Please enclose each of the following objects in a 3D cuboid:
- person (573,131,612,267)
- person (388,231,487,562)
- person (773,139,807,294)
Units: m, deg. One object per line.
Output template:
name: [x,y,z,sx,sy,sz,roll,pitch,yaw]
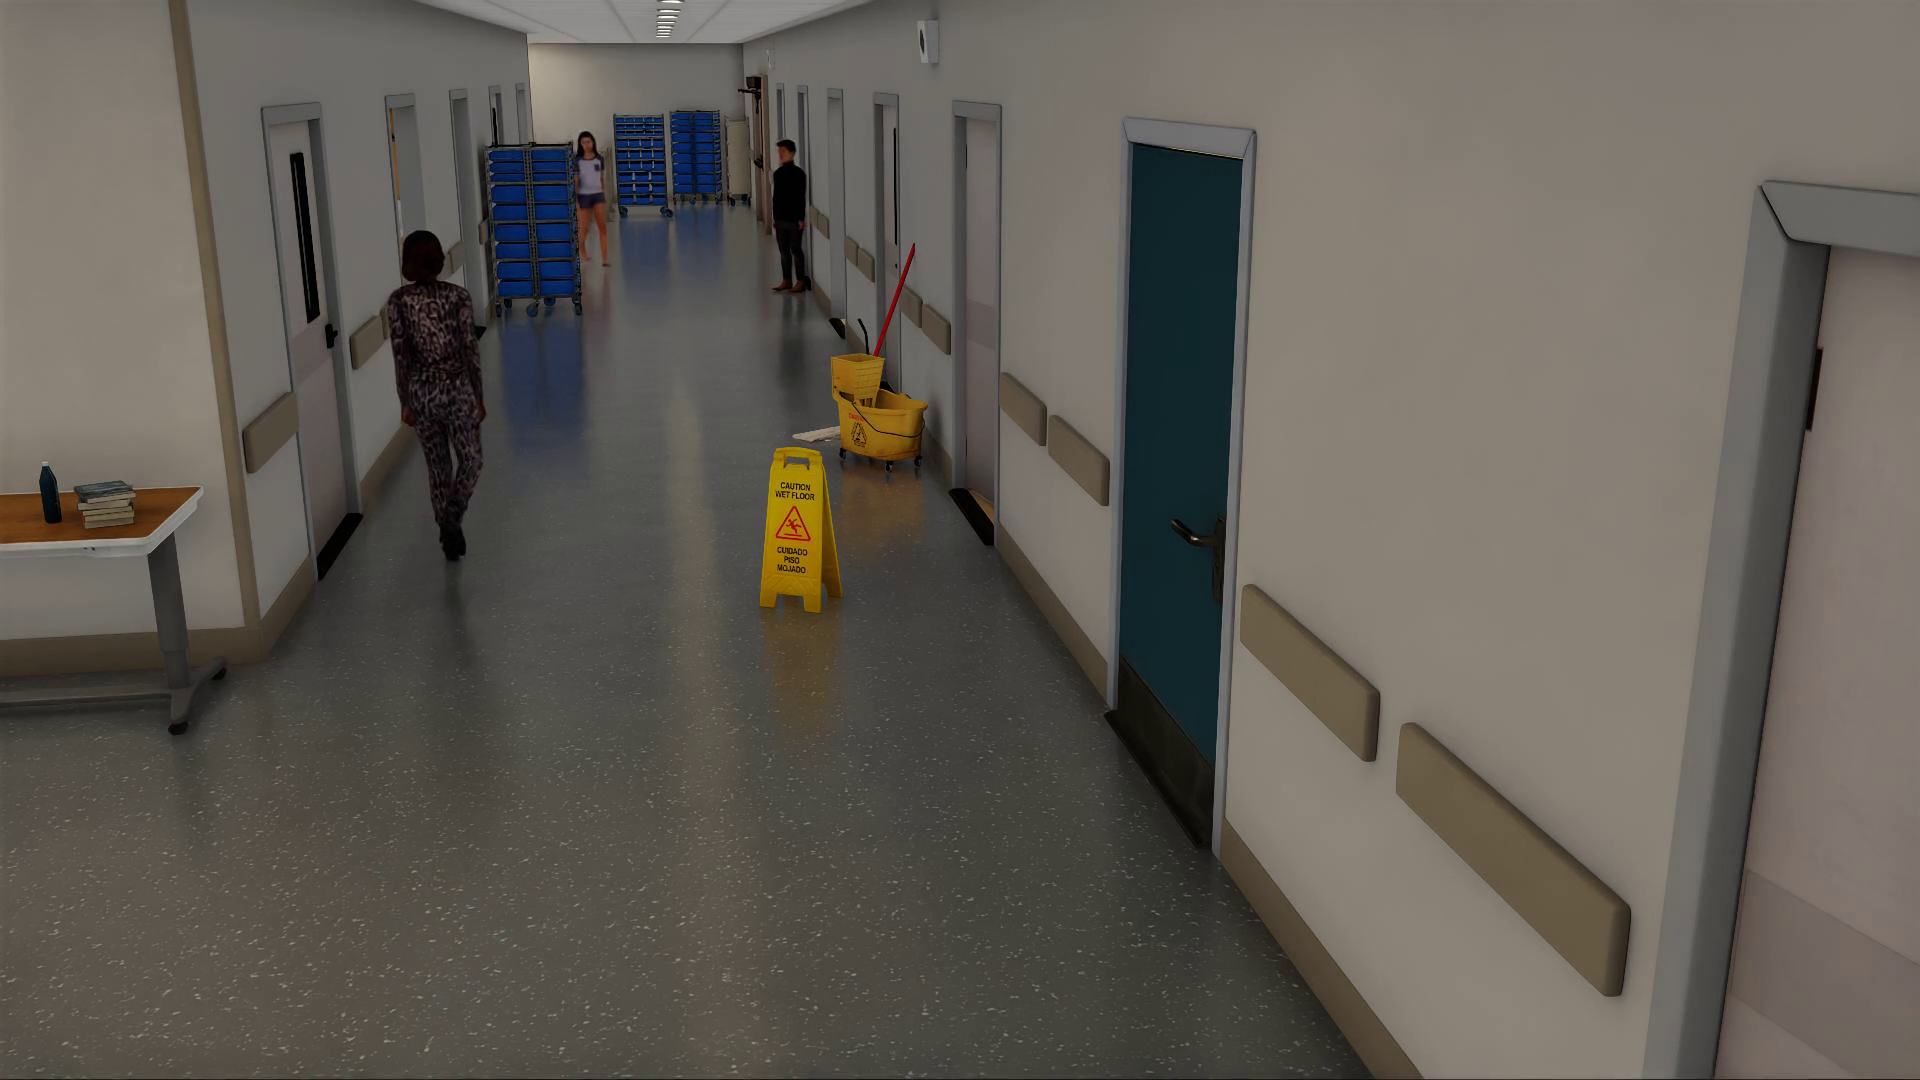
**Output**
person: [-4.821,-4.401,21.575,0.840,1.694,1.201,-9,18,-28]
person: [-2.613,-0.679,8.367,0.596,1.697,0.867,-2,16,-8]
person: [-1.958,-3.729,19.142,0.689,1.722,0.781,14,21,40]
